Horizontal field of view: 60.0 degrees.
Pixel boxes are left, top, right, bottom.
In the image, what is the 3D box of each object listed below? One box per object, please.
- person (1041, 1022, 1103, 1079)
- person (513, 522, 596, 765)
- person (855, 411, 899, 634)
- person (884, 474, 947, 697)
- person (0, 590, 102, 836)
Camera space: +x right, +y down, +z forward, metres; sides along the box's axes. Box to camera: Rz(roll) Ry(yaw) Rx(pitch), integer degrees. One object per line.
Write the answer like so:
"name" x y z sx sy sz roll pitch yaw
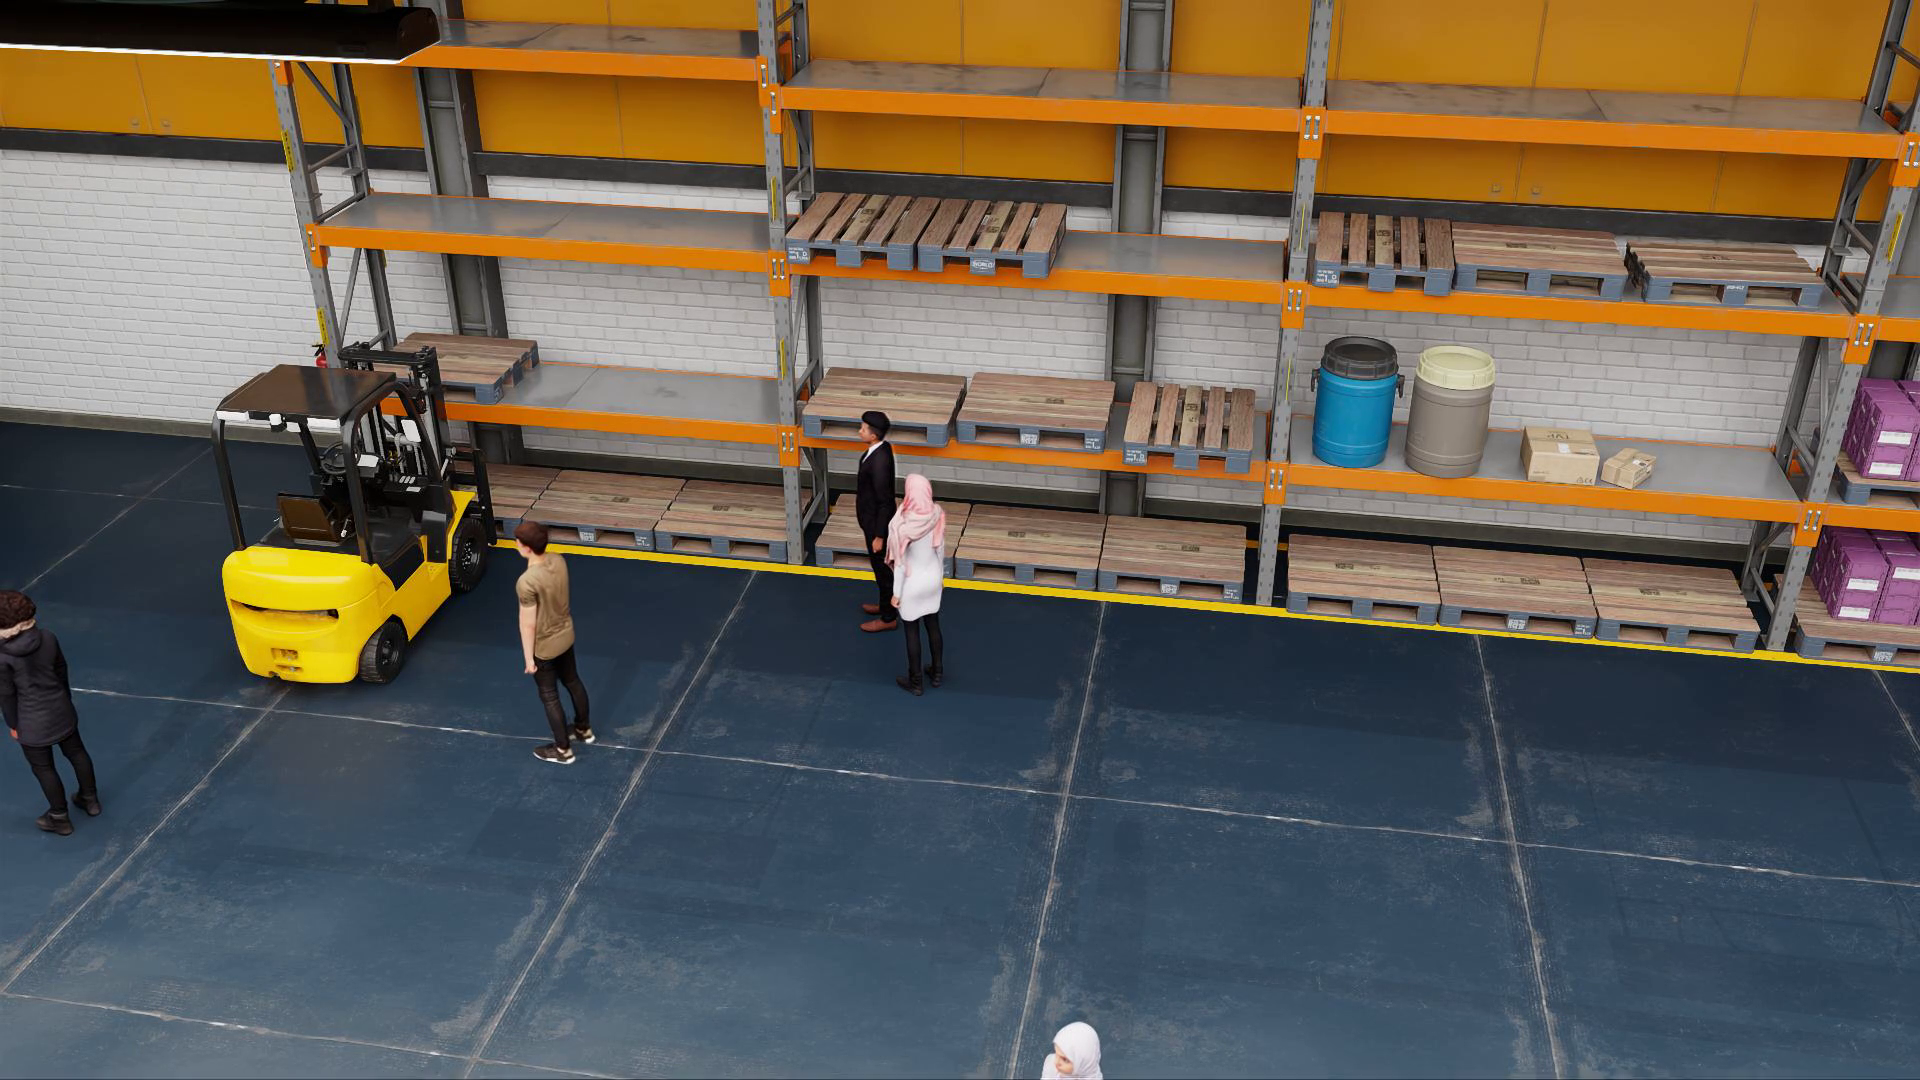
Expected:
"person" 0.536 2.892 7.609 0.736 1.775 0.683 -17 33 -29
"person" -2.839 0.697 11.558 0.624 1.847 0.695 11 30 19
"person" -0.628 -0.156 13.086 0.623 1.882 0.746 -1 29 -2
"person" -0.301 0.327 12.283 0.721 1.803 0.785 -18 33 -29
"person" -5.988 1.119 10.860 0.671 1.774 0.683 14 31 23
